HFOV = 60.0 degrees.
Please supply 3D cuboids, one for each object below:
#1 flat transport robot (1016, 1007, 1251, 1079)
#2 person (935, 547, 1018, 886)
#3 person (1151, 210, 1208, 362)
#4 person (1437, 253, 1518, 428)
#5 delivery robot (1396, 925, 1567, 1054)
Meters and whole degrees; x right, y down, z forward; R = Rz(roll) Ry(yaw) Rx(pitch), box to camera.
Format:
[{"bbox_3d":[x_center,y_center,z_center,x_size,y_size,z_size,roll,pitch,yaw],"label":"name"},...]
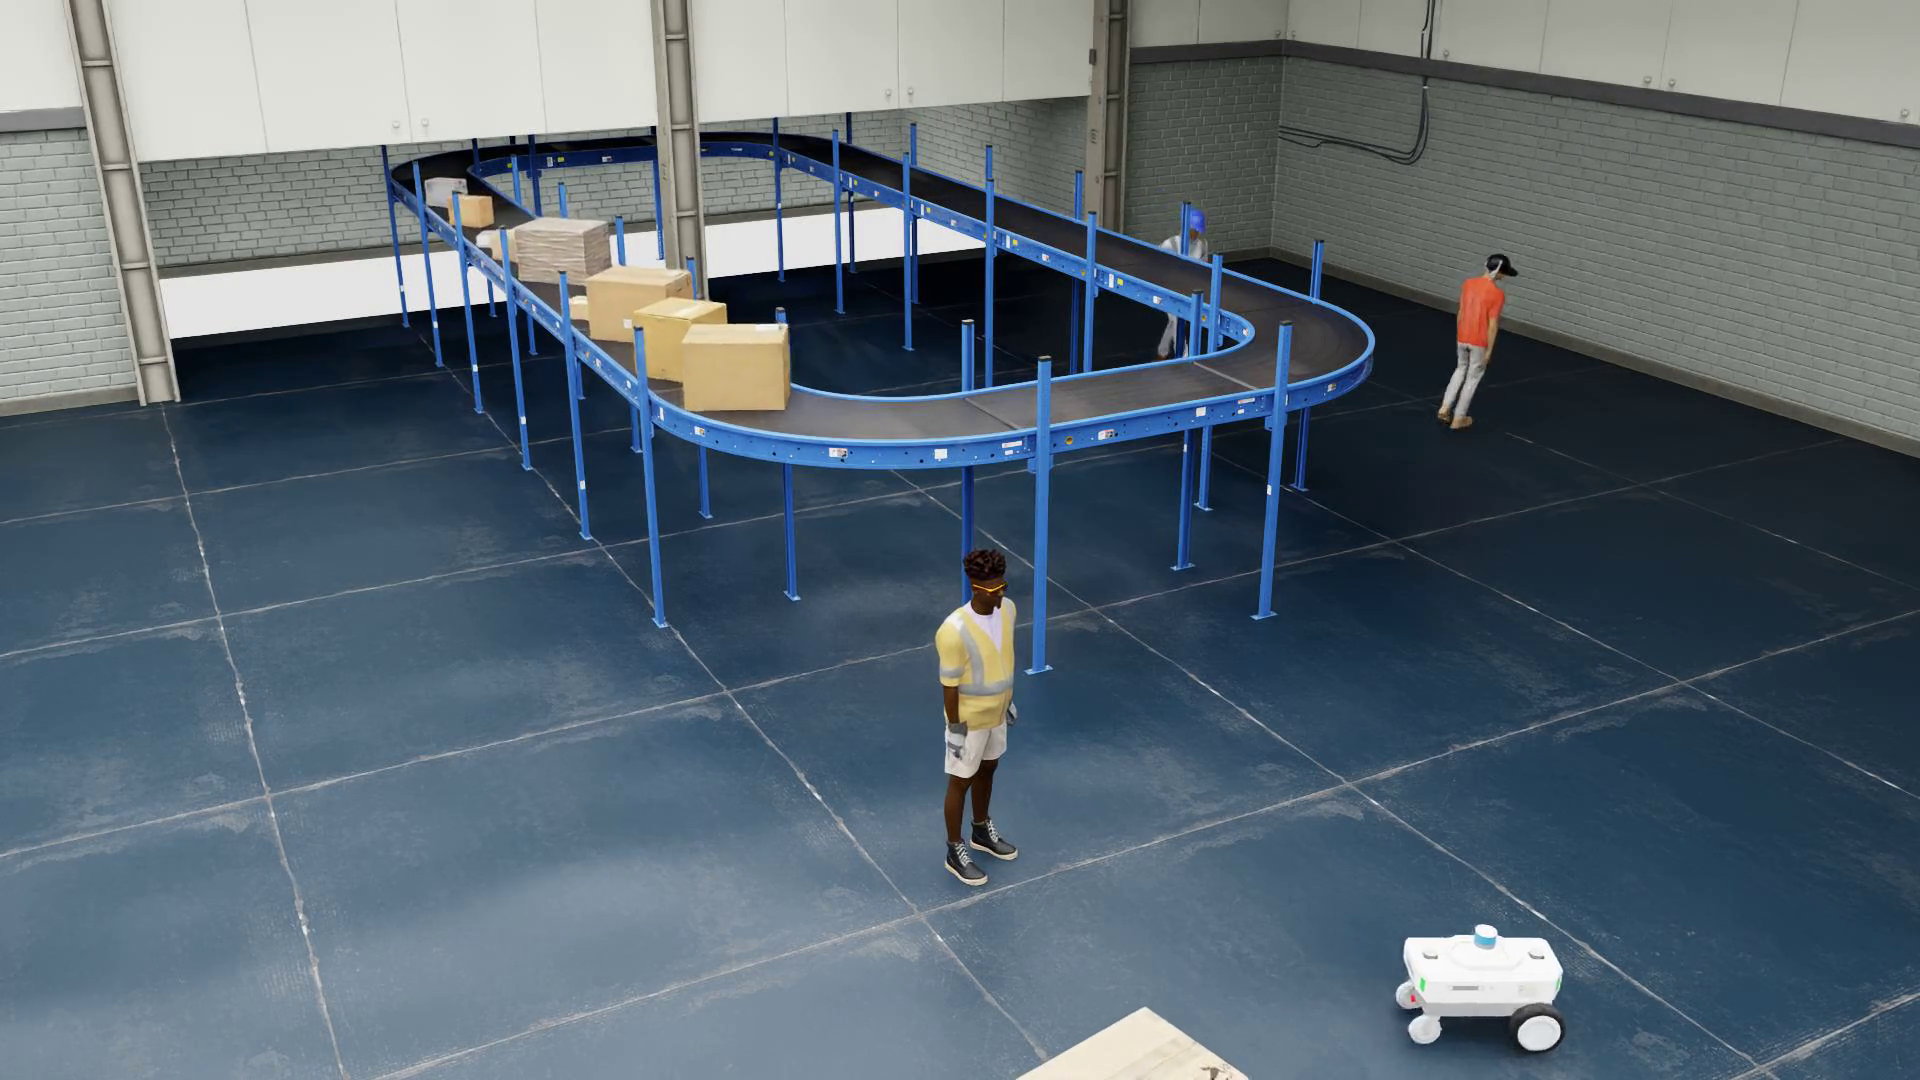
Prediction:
[{"bbox_3d":[0.794,2.917,6.665,1.431,0.231,0.659,-17,28,-36],"label":"flat transport robot"},{"bbox_3d":[0.116,0.952,9.261,0.374,1.966,0.603,17,27,35],"label":"person"},{"bbox_3d":[2.479,-2.755,18.537,0.641,1.878,1.002,-12,25,-28],"label":"person"},{"bbox_3d":[5.192,-1.979,16.647,0.424,1.857,0.610,-20,29,-40],"label":"person"},{"bbox_3d":[2.541,2.159,8.145,0.765,0.586,0.499,0,22,0],"label":"delivery robot"}]
